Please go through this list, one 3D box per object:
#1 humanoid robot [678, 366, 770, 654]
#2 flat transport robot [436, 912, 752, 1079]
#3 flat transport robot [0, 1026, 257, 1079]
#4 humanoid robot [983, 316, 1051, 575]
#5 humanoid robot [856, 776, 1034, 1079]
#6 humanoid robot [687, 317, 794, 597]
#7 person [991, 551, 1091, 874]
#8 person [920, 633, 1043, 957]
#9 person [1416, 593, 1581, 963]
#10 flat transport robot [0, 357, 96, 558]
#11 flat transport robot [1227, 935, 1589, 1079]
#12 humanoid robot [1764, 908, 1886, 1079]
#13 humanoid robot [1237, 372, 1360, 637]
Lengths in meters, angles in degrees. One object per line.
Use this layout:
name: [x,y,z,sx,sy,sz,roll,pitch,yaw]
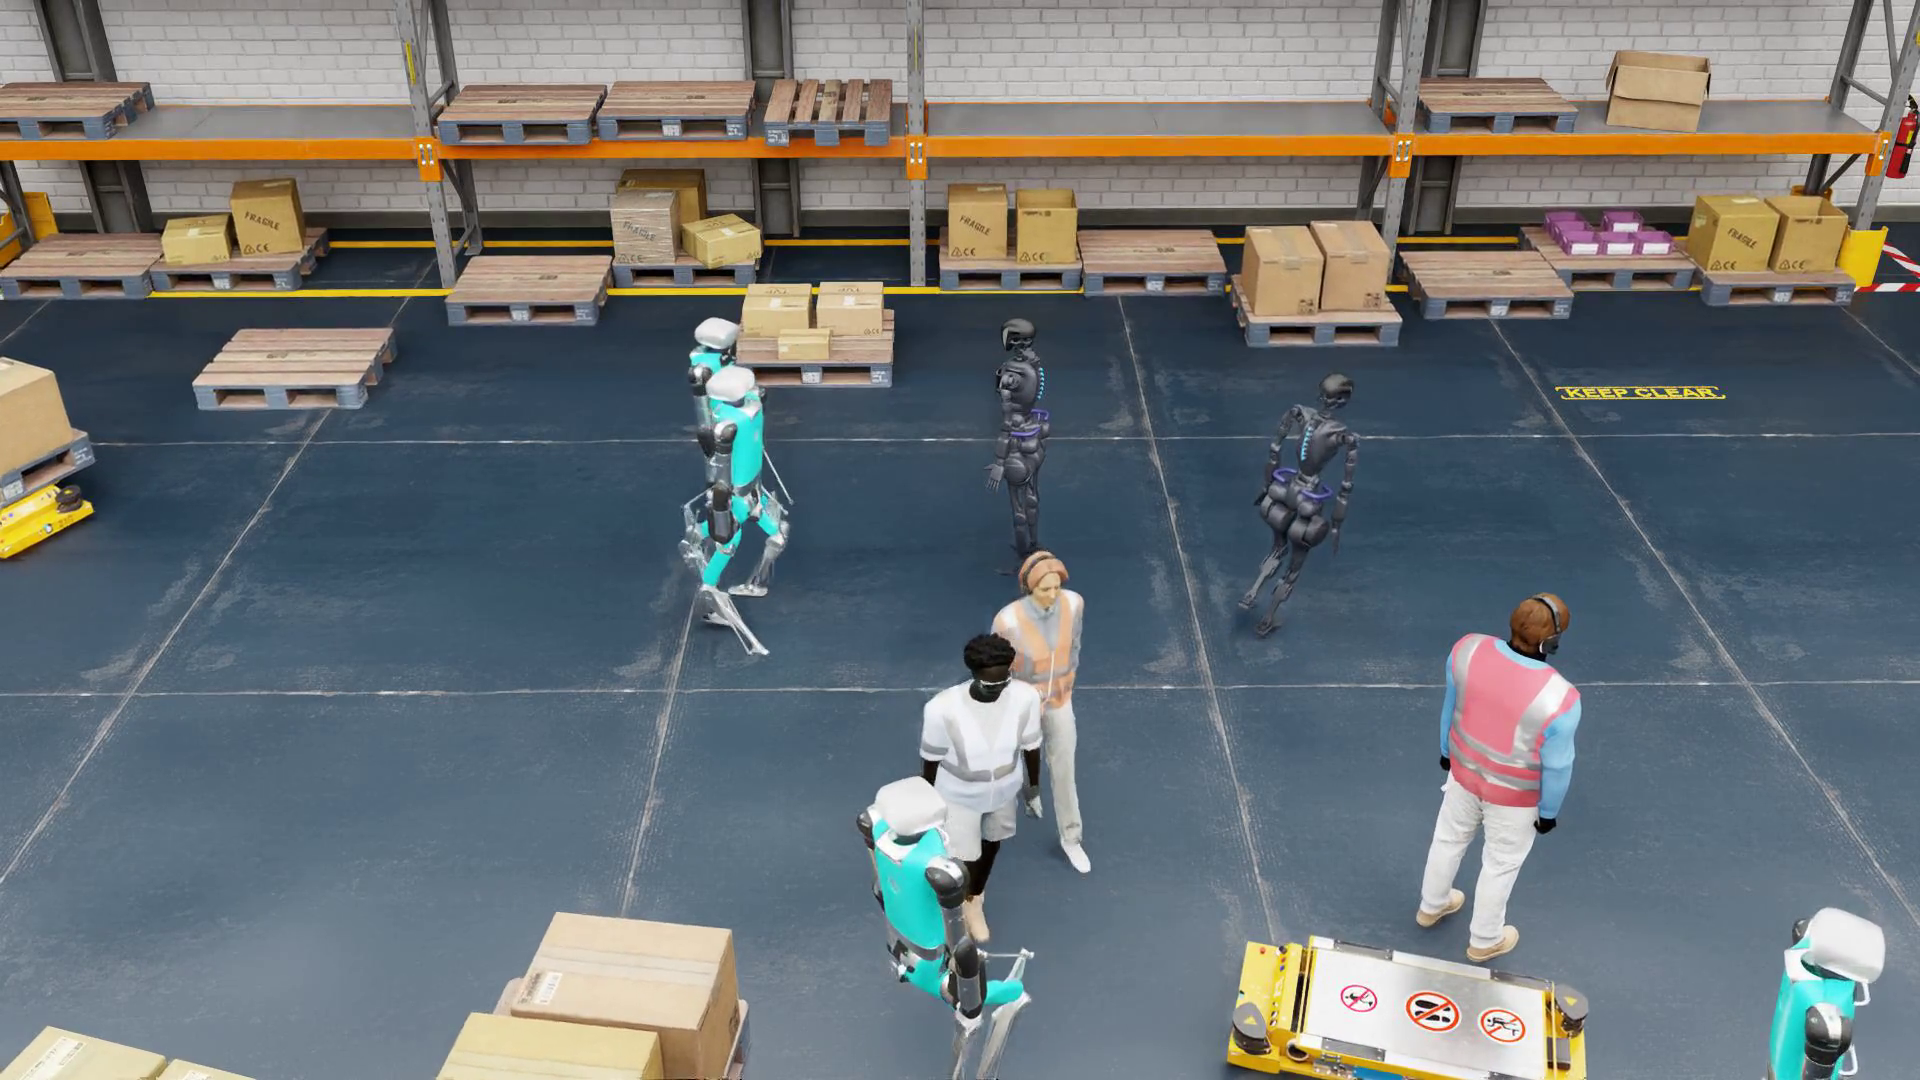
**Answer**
humanoid robot: [-1.388,-0.153,9.265,0.815,1.801,0.560,9,32,15]
flat transport robot: [-1.431,2.407,6.404,1.431,0.231,0.659,4,31,7]
flat transport robot: [-2.898,2.768,5.803,1.431,0.231,0.659,8,32,14]
humanoid robot: [0.355,-0.561,9.966,0.315,1.655,0.599,12,33,19]
humanoid robot: [0.025,1.577,6.366,0.742,1.791,0.545,-24,38,-34]
humanoid robot: [-1.192,-0.388,9.698,0.651,1.870,0.552,6,32,10]
person: [0.341,0.734,7.905,0.528,1.599,0.874,-15,34,-23]
person: [0.110,1.112,7.178,0.534,1.677,0.476,-12,33,-19]
person: [2.341,1.021,7.201,0.431,1.835,0.628,-22,38,-32]
flat transport robot: [-6.435,-0.262,10.847,1.431,0.231,0.659,15,34,23]
flat transport robot: [1.888,2.050,6.998,1.431,0.231,0.659,8,32,13]
humanoid robot: [2.979,1.984,5.614,0.686,1.734,0.544,10,32,15]
humanoid robot: [1.894,-0.194,9.375,0.440,1.630,0.628,-26,39,-36]
